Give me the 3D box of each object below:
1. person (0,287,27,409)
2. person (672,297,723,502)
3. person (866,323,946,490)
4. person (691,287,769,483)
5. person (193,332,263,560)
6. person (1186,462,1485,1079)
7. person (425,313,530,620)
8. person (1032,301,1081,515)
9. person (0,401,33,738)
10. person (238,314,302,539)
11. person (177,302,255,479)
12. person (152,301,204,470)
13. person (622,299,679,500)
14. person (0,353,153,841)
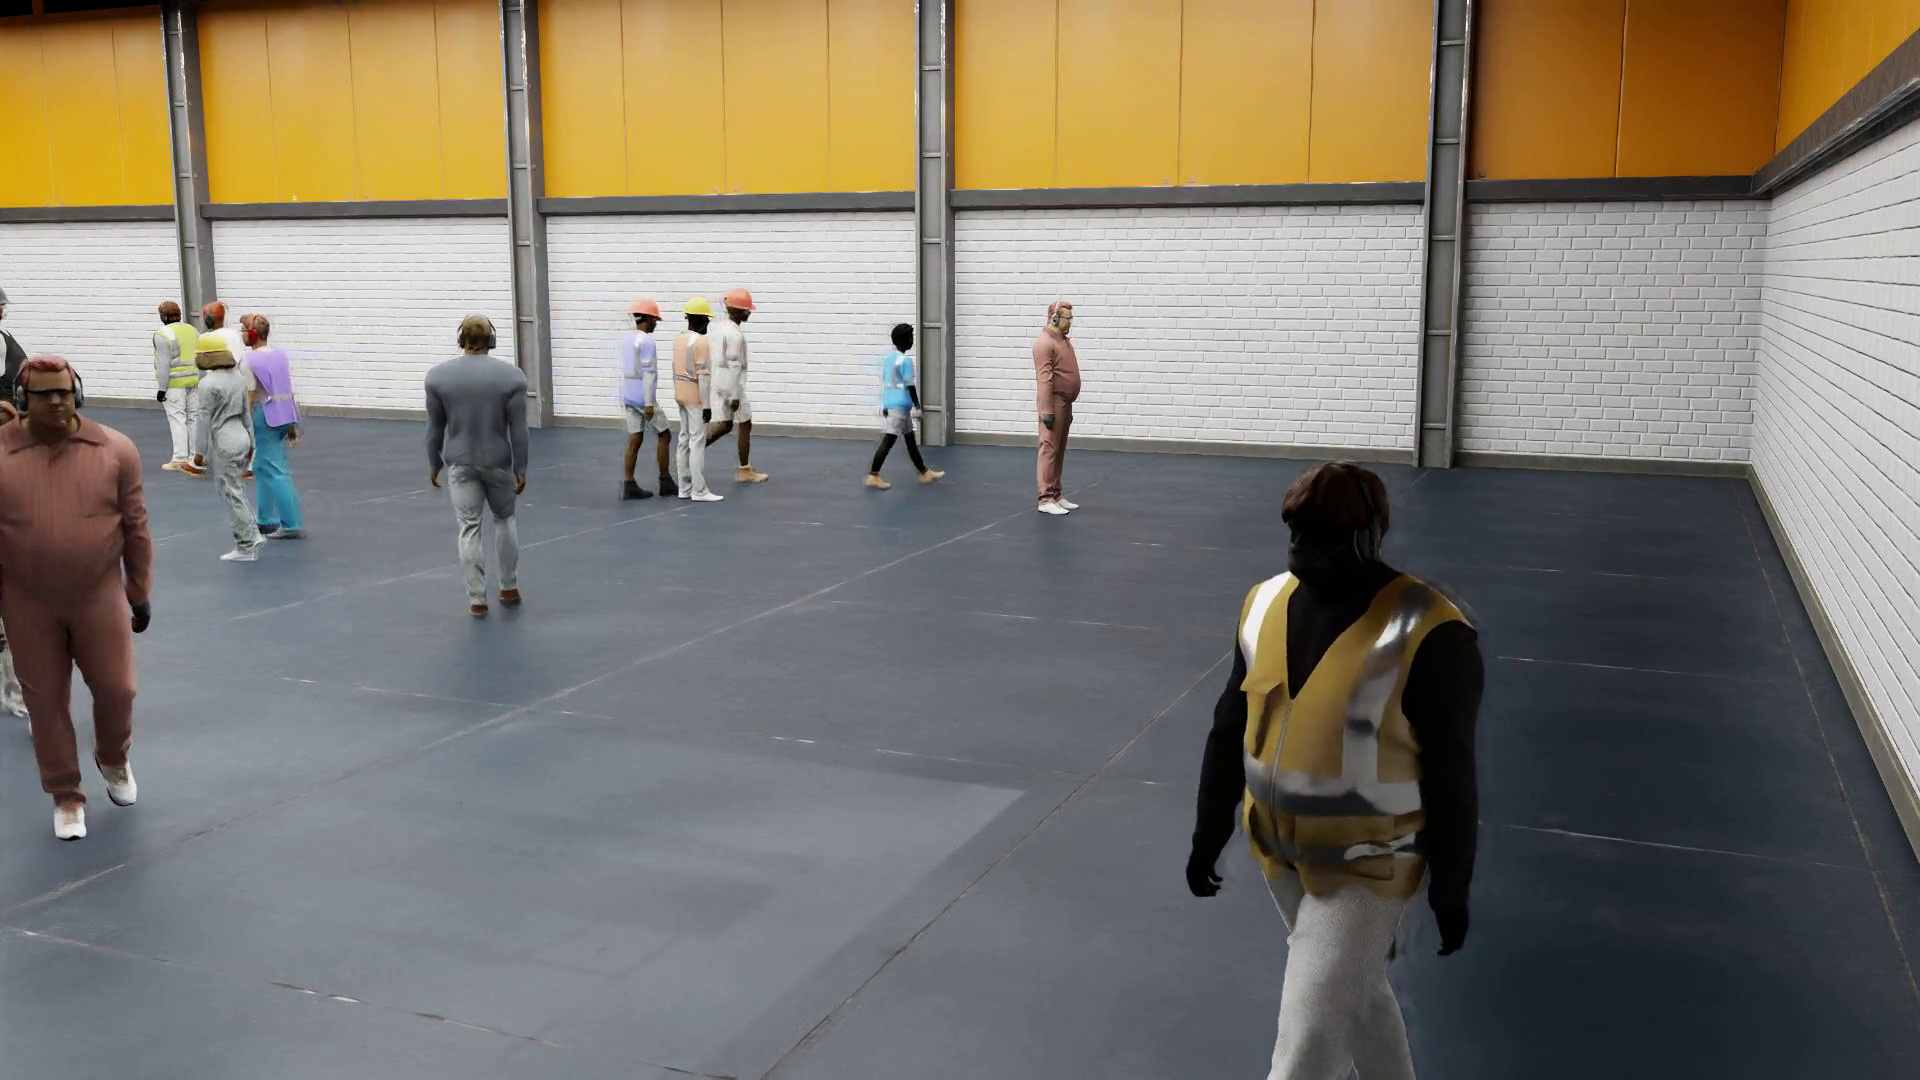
[{"bbox_3d":[-9.478,-1.506,16.468,0.538,2.000,0.689,-4,10,-23],"label":"person"},{"bbox_3d":[-2.500,-1.322,15.706,0.384,1.924,0.589,-7,11,-35],"label":"person"},{"bbox_3d":[-0.553,-1.325,16.539,0.889,1.640,0.548,-3,10,-20],"label":"person"},{"bbox_3d":[-2.387,-1.543,16.799,0.853,2.009,0.633,-4,10,-23],"label":"person"},{"bbox_3d":[-5.507,-0.691,12.473,0.405,1.722,0.481,1,9,7],"label":"person"},{"bbox_3d":[0.799,0.715,3.768,0.979,1.787,0.653,-6,11,-34],"label":"person"},{"bbox_3d":[-3.070,-0.480,10.635,0.646,1.912,0.794,-2,10,-13],"label":"person"},{"bbox_3d":[0.883,-1.192,14.977,0.410,1.906,0.642,3,10,19],"label":"person"},{"bbox_3d":[-4.492,0.127,7.929,0.858,1.584,0.517,8,12,41],"label":"person"},{"bbox_3d":[-5.691,-0.909,13.489,0.739,1.825,0.594,1,9,9],"label":"person"},{"bbox_3d":[-7.694,-1.537,17.276,0.972,1.836,0.599,3,10,18],"label":"person"},{"bbox_3d":[-8.533,-1.677,18.123,0.430,1.840,0.622,2,10,14],"label":"person"},{"bbox_3d":[-2.942,-1.341,15.885,0.787,1.898,0.572,-7,12,-37],"label":"person"},{"bbox_3d":[-3.493,0.220,6.485,0.644,1.893,0.436,-5,11,-30],"label":"person"}]
